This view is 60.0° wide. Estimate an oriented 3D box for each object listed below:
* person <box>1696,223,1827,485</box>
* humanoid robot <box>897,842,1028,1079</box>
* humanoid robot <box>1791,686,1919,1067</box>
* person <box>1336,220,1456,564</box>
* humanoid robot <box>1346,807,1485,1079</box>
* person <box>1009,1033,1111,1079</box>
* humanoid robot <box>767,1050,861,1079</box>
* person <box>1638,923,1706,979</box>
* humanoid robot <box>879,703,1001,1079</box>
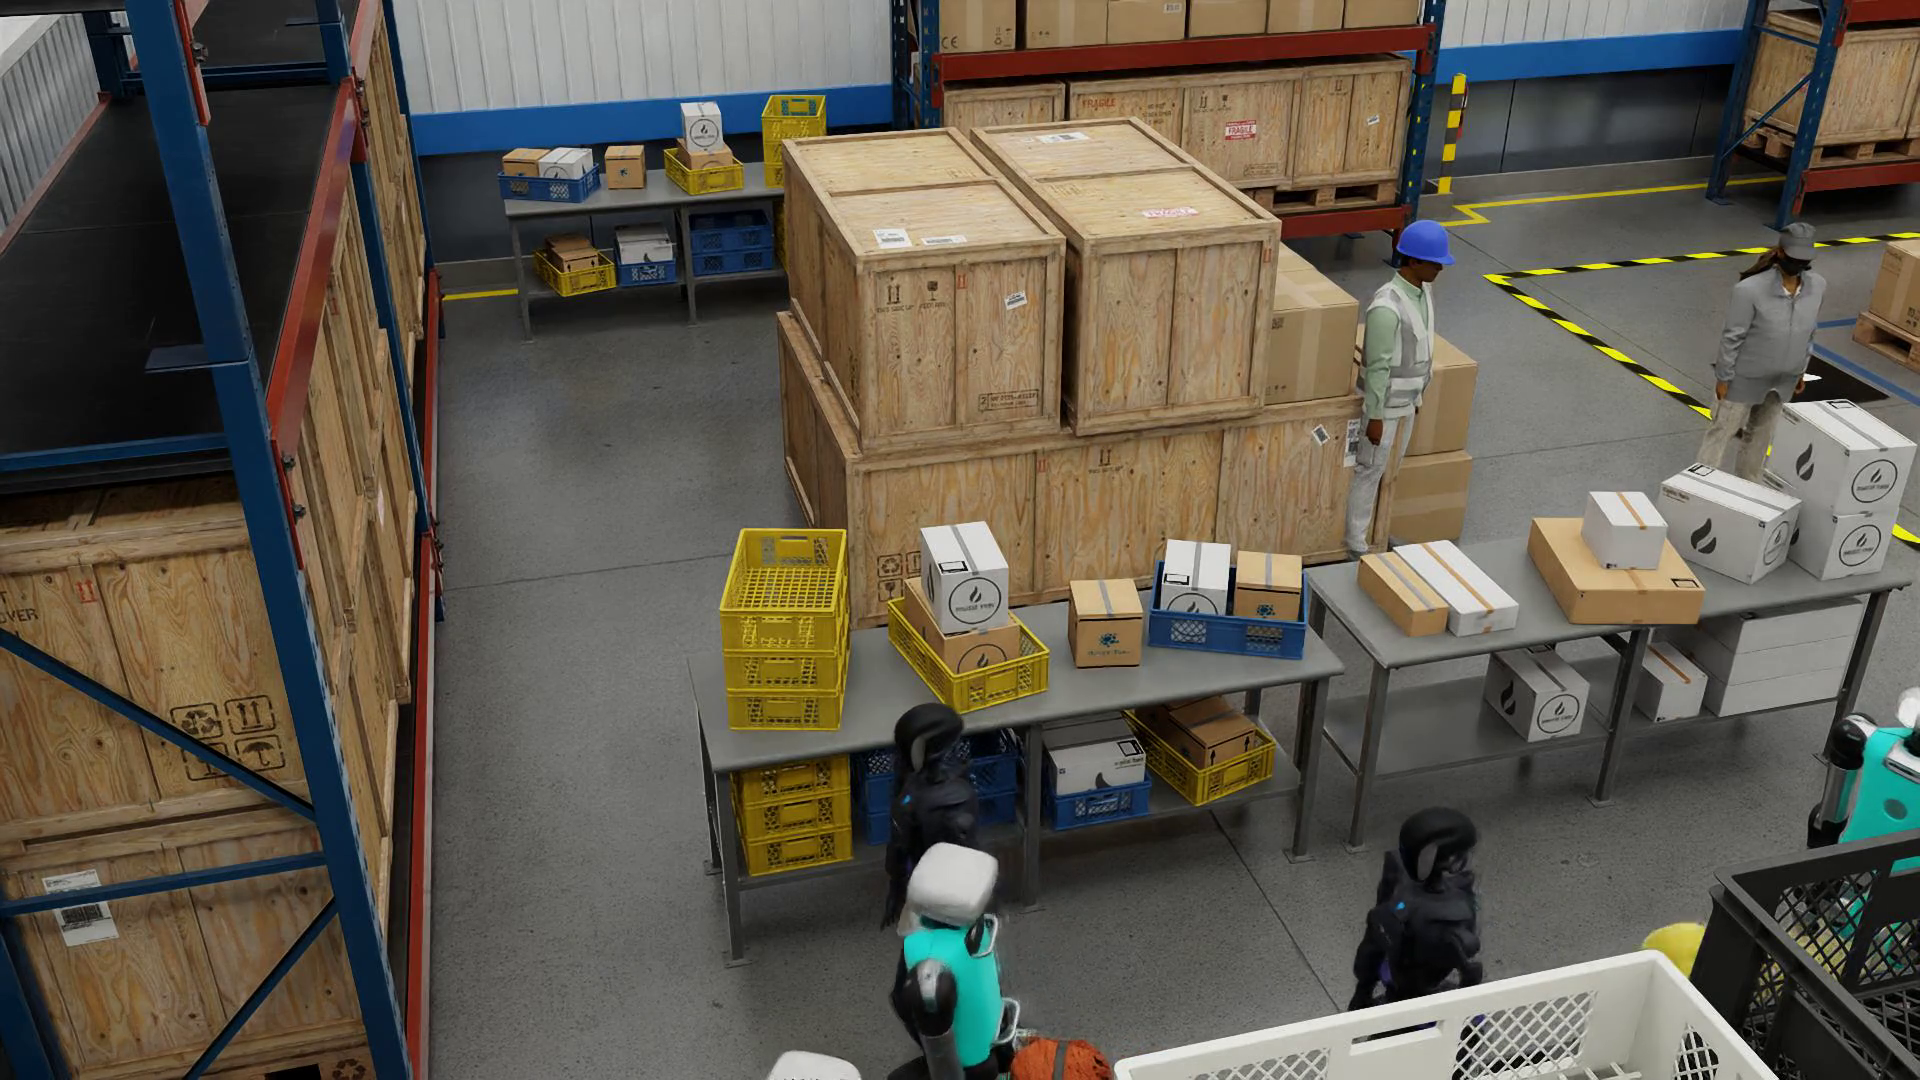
[{"bbox_3d":[4.429,-0.913,9.218,0.572,1.767,0.396,-6,29,-10],"label":"person"},{"bbox_3d":[0.220,1.663,4.678,0.773,1.870,0.549,5,29,9],"label":"humanoid robot"},{"bbox_3d":[3.081,1.143,5.411,0.709,1.694,0.530,-20,34,-31],"label":"humanoid robot"},{"bbox_3d":[2.280,-0.742,8.738,0.411,1.939,0.602,19,34,30],"label":"person"},{"bbox_3d":[1.374,1.489,4.992,0.524,1.649,0.588,-7,30,-13],"label":"humanoid robot"},{"bbox_3d":[0.242,1.909,3.977,0.337,1.881,0.583,1,29,2],"label":"person"},{"bbox_3d":[-0.635,1.939,4.111,0.859,1.793,0.569,2,29,4],"label":"humanoid robot"},{"bbox_3d":[1.855,1.696,4.446,0.555,1.808,0.594,-7,30,-13],"label":"person"},{"bbox_3d":[-0.063,1.242,5.400,0.313,1.656,0.606,-15,32,-25],"label":"humanoid robot"}]
